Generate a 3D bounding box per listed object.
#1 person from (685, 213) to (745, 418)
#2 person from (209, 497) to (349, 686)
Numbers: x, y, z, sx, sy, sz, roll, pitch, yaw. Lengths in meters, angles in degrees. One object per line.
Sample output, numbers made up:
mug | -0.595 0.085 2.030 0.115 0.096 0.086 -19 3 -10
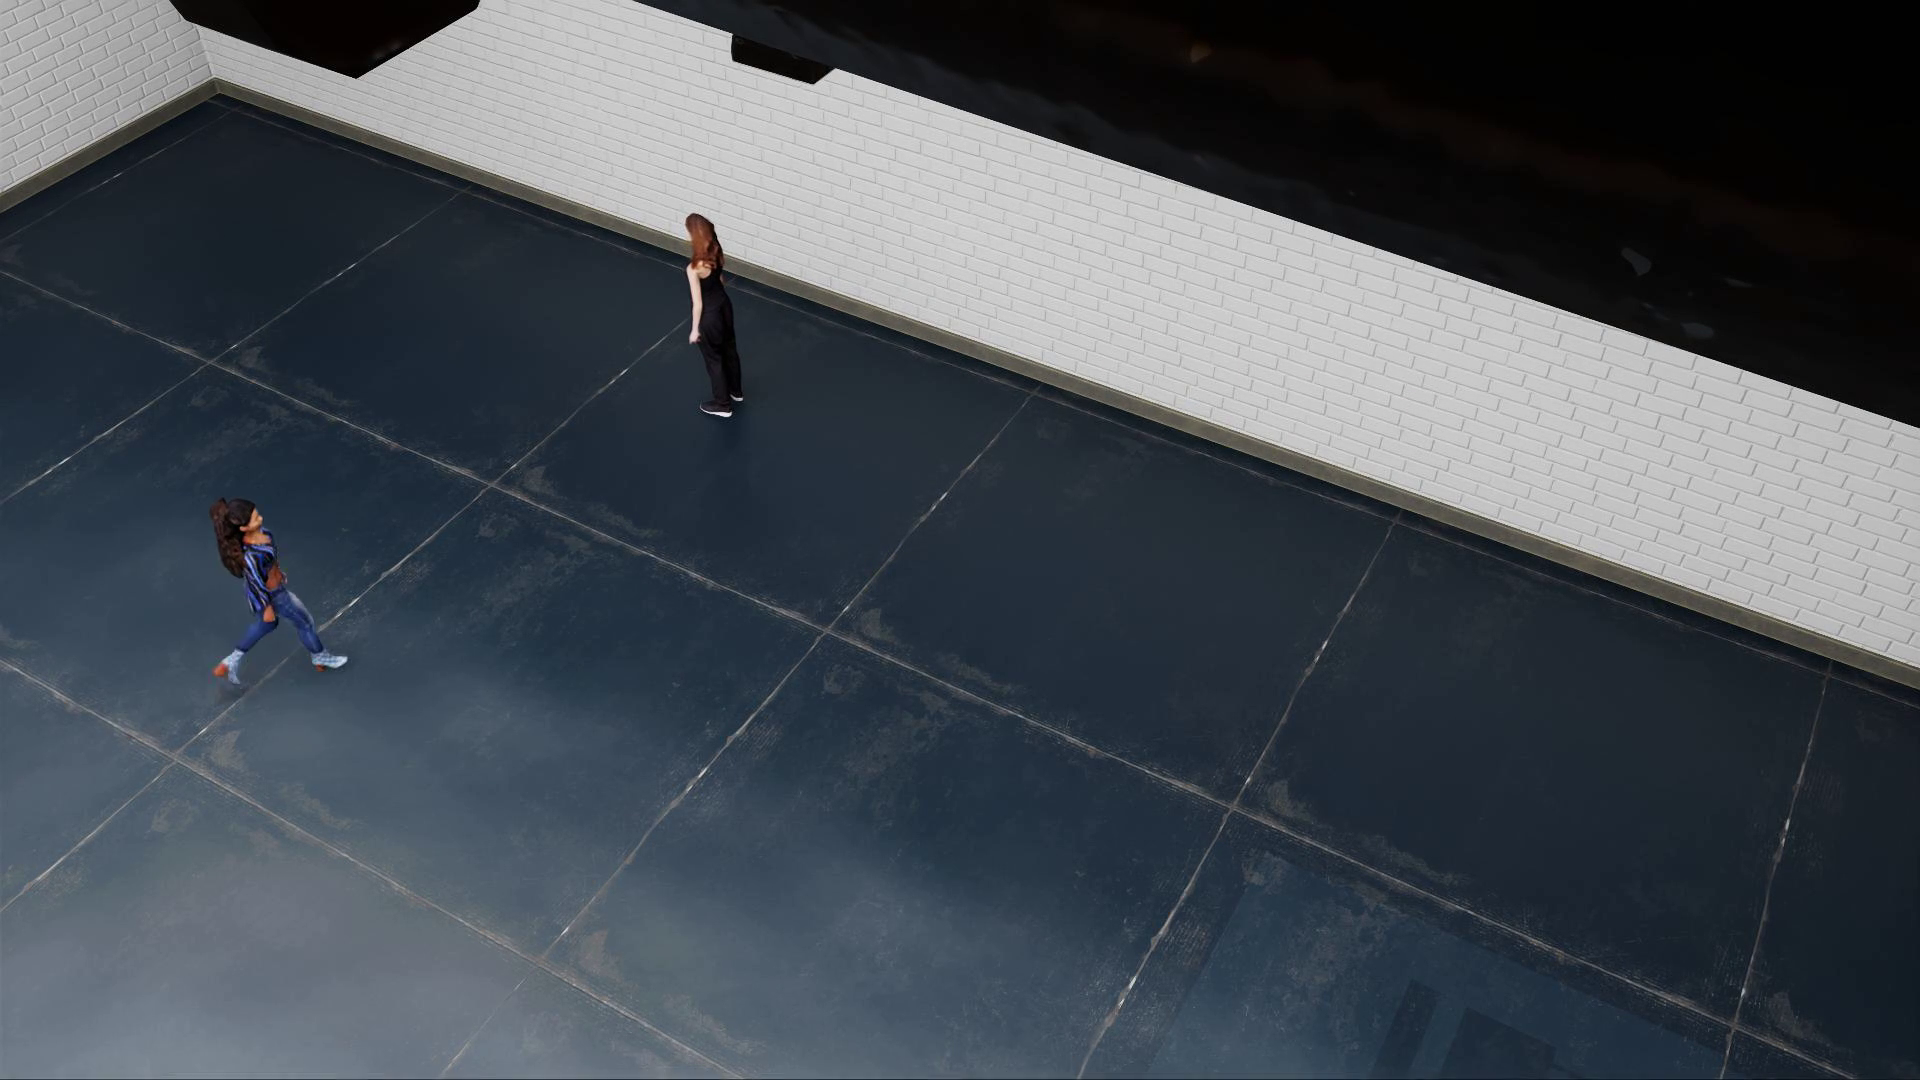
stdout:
person | -1.855 -1.698 12.539 0.657 1.745 0.476 18 46 18
person | -4.442 0.357 10.493 1.108 1.592 0.928 -20 47 -20
